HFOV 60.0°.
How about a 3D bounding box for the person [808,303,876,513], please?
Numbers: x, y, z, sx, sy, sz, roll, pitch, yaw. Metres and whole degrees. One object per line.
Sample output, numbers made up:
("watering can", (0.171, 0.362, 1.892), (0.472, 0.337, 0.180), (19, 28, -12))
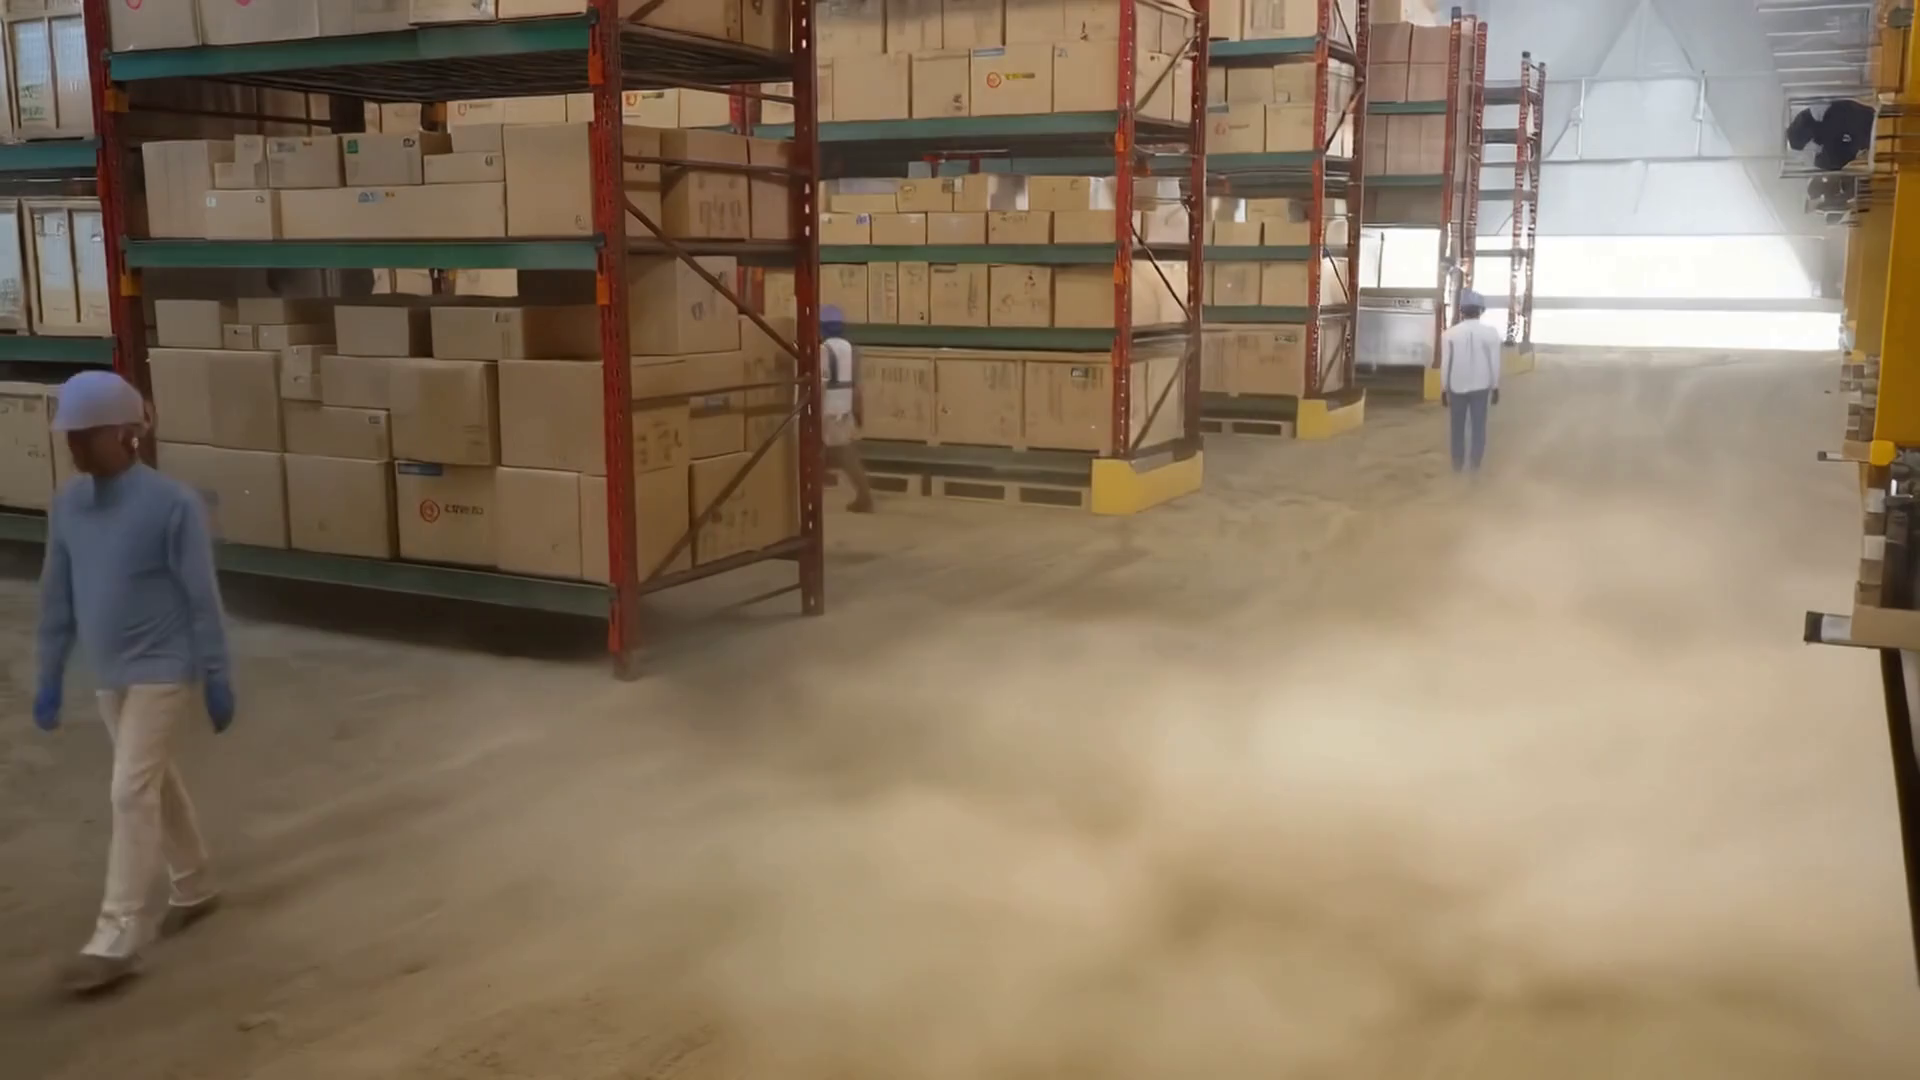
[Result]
("person", (-1.177, -1.190, 15.009), (1.020, 1.884, 0.560), (5, 11, 26))

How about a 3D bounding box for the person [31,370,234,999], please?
("person", (-2.744, 0.448, 5.312), (0.649, 1.954, 0.925), (4, 11, 22))

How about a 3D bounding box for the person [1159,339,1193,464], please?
("person", (2.238, -1.575, 17.433), (0.430, 1.827, 0.624), (5, 11, 25))

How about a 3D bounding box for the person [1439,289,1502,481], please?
("person", (5.268, -1.601, 17.164), (0.621, 1.964, 0.957), (2, 10, 14))
